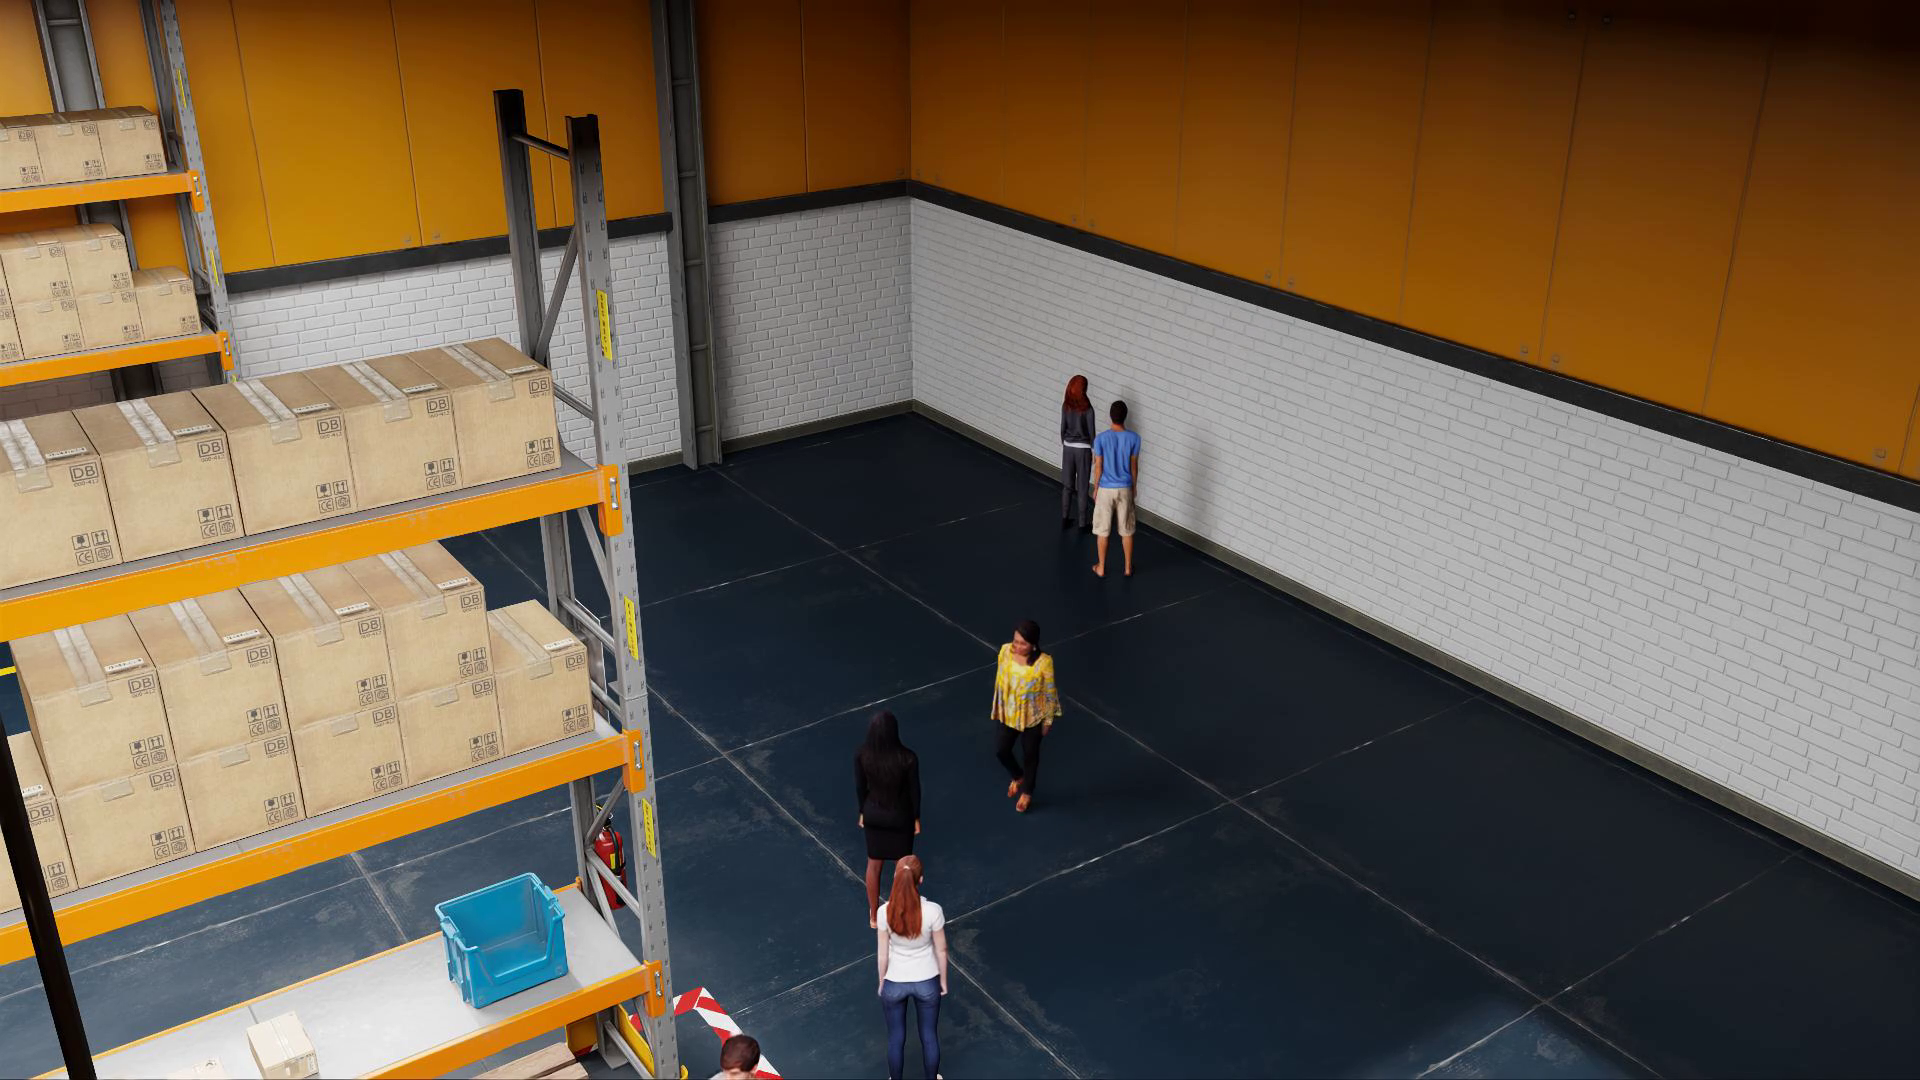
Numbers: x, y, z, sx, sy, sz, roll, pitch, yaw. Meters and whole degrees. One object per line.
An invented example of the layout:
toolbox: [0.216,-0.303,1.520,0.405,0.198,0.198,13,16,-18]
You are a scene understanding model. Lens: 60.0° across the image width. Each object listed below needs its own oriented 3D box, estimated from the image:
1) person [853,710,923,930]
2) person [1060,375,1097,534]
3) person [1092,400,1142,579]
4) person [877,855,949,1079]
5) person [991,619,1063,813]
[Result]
person: [-0.497,1.933,11.546,0.677,1.719,0.728,5,24,11]
person: [1.277,-0.944,18.051,0.641,1.780,0.599,17,29,34]
person: [1.588,-0.519,16.975,0.674,1.862,0.793,-2,24,-4]
person: [-0.293,2.639,9.906,0.632,1.739,0.721,0,24,-1]
person: [0.525,1.335,13.004,0.853,1.647,0.899,11,26,23]
